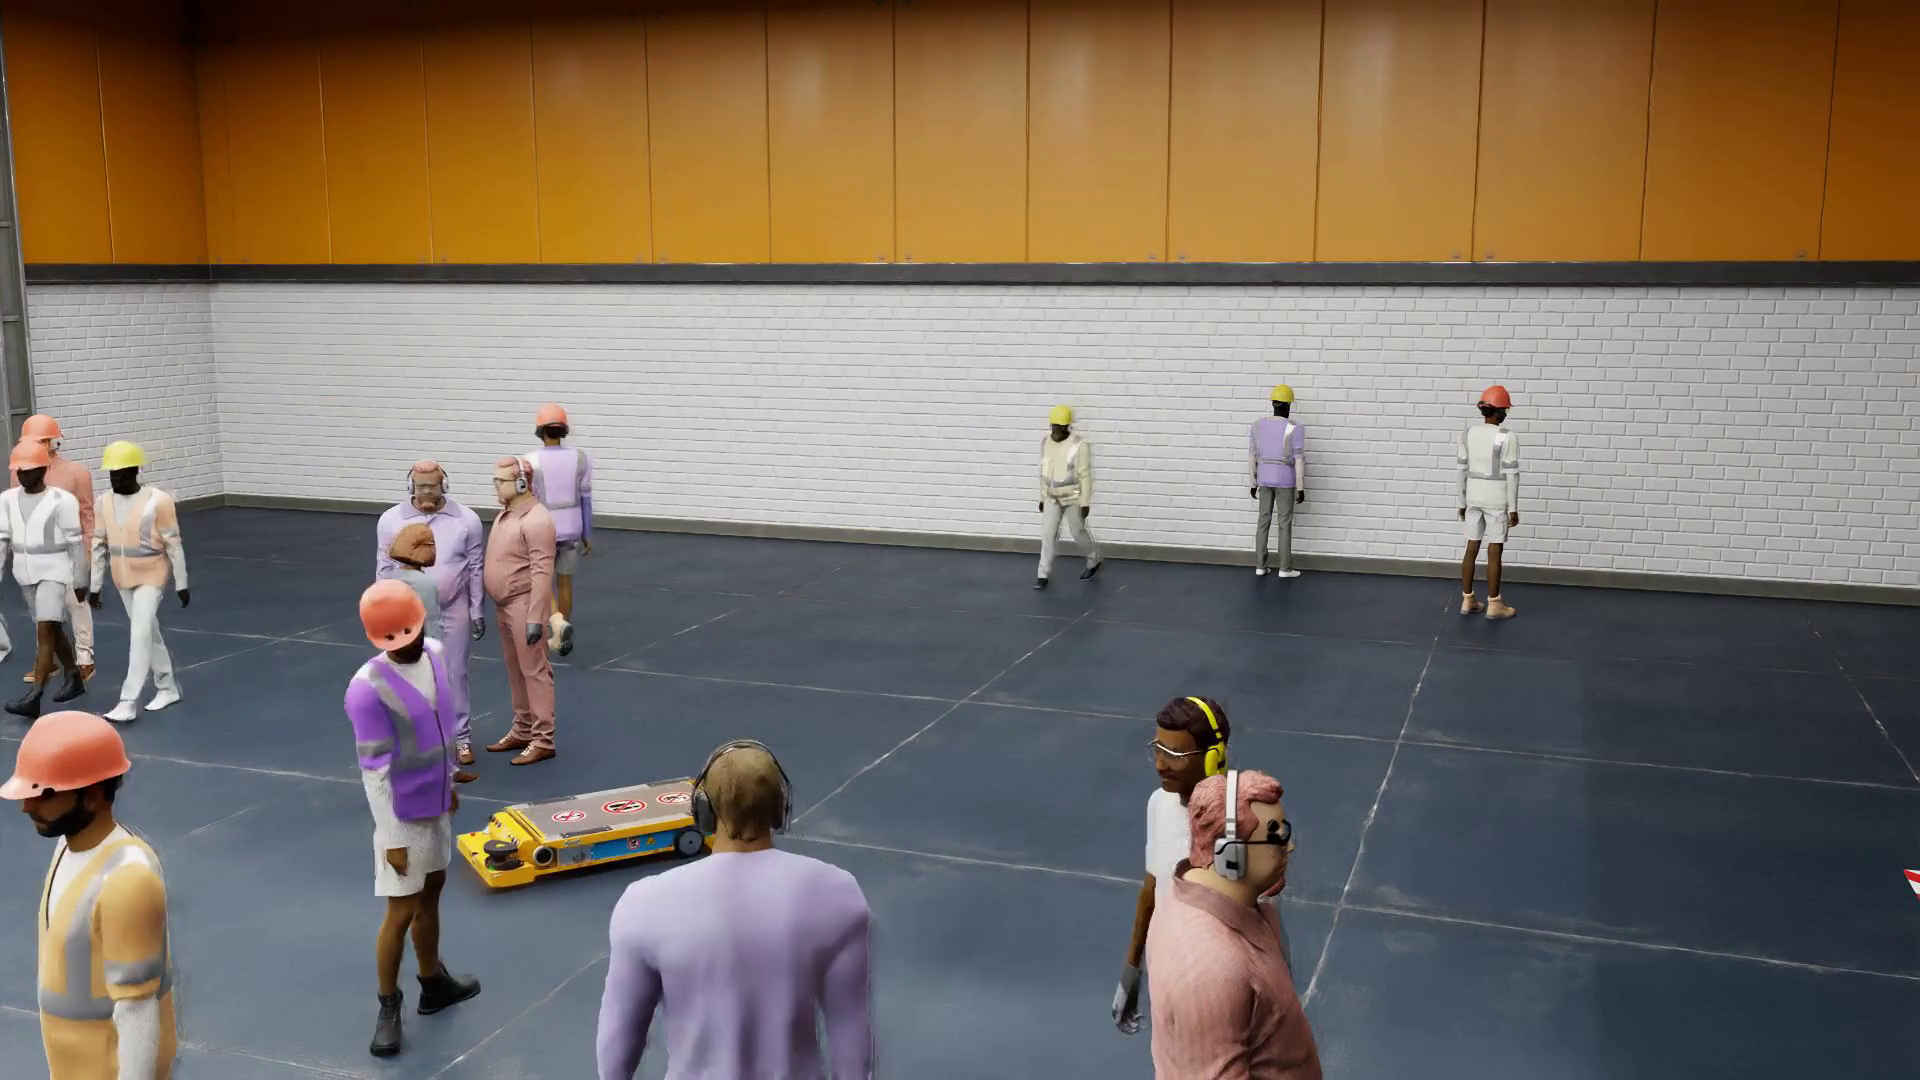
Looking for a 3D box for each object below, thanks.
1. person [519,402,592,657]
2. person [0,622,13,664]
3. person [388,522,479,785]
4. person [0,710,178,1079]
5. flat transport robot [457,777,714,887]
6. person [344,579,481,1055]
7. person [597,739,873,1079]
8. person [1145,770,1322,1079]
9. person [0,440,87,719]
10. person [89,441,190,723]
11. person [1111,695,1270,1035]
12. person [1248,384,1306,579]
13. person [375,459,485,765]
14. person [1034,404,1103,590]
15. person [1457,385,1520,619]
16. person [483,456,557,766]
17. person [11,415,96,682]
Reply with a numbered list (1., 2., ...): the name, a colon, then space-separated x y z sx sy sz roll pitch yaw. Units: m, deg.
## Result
1. person: -3.152 -0.063 13.022 0.610 2.031 0.655 -6 11 -32
2. person: -7.521 0.227 12.532 0.532 1.595 0.847 1 9 4
3. person: -3.116 0.698 9.558 0.691 1.609 0.521 -7 12 -39
4. person: -2.242 1.373 4.426 0.706 1.924 0.556 -8 12 -41
5. flat transport robot: -1.833 1.503 8.715 1.431 0.197 0.652 -5 11 -30
6. person: -2.126 1.045 6.601 0.373 1.887 0.704 2 9 15
7. person: -0.579 1.423 4.217 0.655 1.884 1.021 -4 10 -23
8. person: 0.633 1.465 3.897 0.409 1.909 0.639 1 9 3
9. person: -6.372 0.257 11.450 0.550 1.882 0.970 1 9 9
10. person: -5.631 0.288 11.215 0.620 1.889 0.913 3 9 15
11. person: 0.658 1.347 4.905 0.994 1.812 0.549 -4 10 -26
12. person: 3.159 -0.581 16.527 0.594 1.924 0.382 7 11 36
13. person: -3.235 0.455 10.190 0.652 1.909 0.404 -3 9 -15
14. person: 1.043 -0.437 16.106 0.634 1.785 0.910 6 11 35
15. person: 4.658 -0.335 14.637 0.387 2.045 0.605 -6 11 -35
16. person: -2.739 0.429 10.318 0.409 1.910 0.640 -7 11 -35
17. person: -6.700 0.068 12.289 0.624 1.992 0.386 0 9 1
